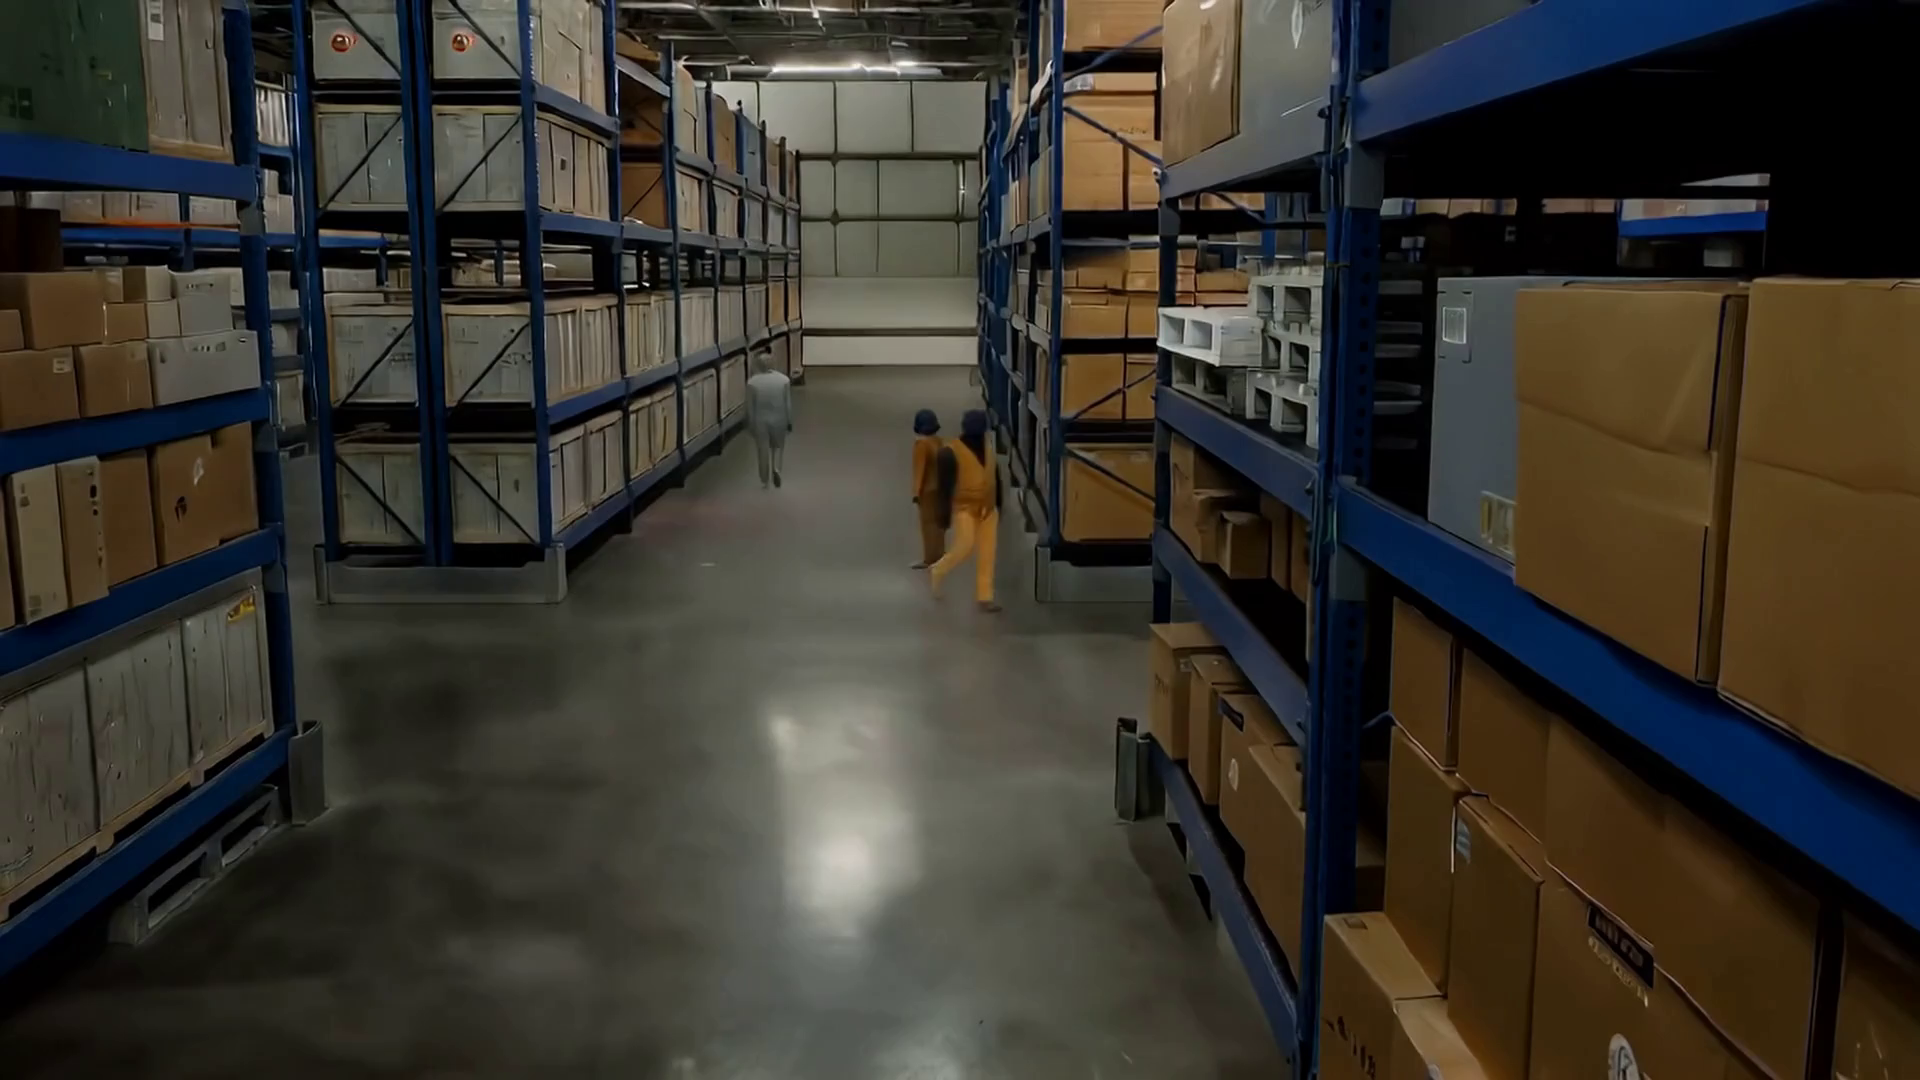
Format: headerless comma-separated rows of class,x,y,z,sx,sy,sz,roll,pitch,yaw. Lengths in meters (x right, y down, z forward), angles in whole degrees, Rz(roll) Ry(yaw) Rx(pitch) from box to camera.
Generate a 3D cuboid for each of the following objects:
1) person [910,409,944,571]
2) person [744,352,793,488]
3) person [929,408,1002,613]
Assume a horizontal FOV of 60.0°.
person,-0.325,-0.501,16.743,0.275,1.632,0.507,4,10,24
person,-2.652,-1.659,23.035,0.676,1.891,0.432,-1,9,-3
person,0.066,-0.277,14.826,0.642,1.814,0.726,-7,12,-37
